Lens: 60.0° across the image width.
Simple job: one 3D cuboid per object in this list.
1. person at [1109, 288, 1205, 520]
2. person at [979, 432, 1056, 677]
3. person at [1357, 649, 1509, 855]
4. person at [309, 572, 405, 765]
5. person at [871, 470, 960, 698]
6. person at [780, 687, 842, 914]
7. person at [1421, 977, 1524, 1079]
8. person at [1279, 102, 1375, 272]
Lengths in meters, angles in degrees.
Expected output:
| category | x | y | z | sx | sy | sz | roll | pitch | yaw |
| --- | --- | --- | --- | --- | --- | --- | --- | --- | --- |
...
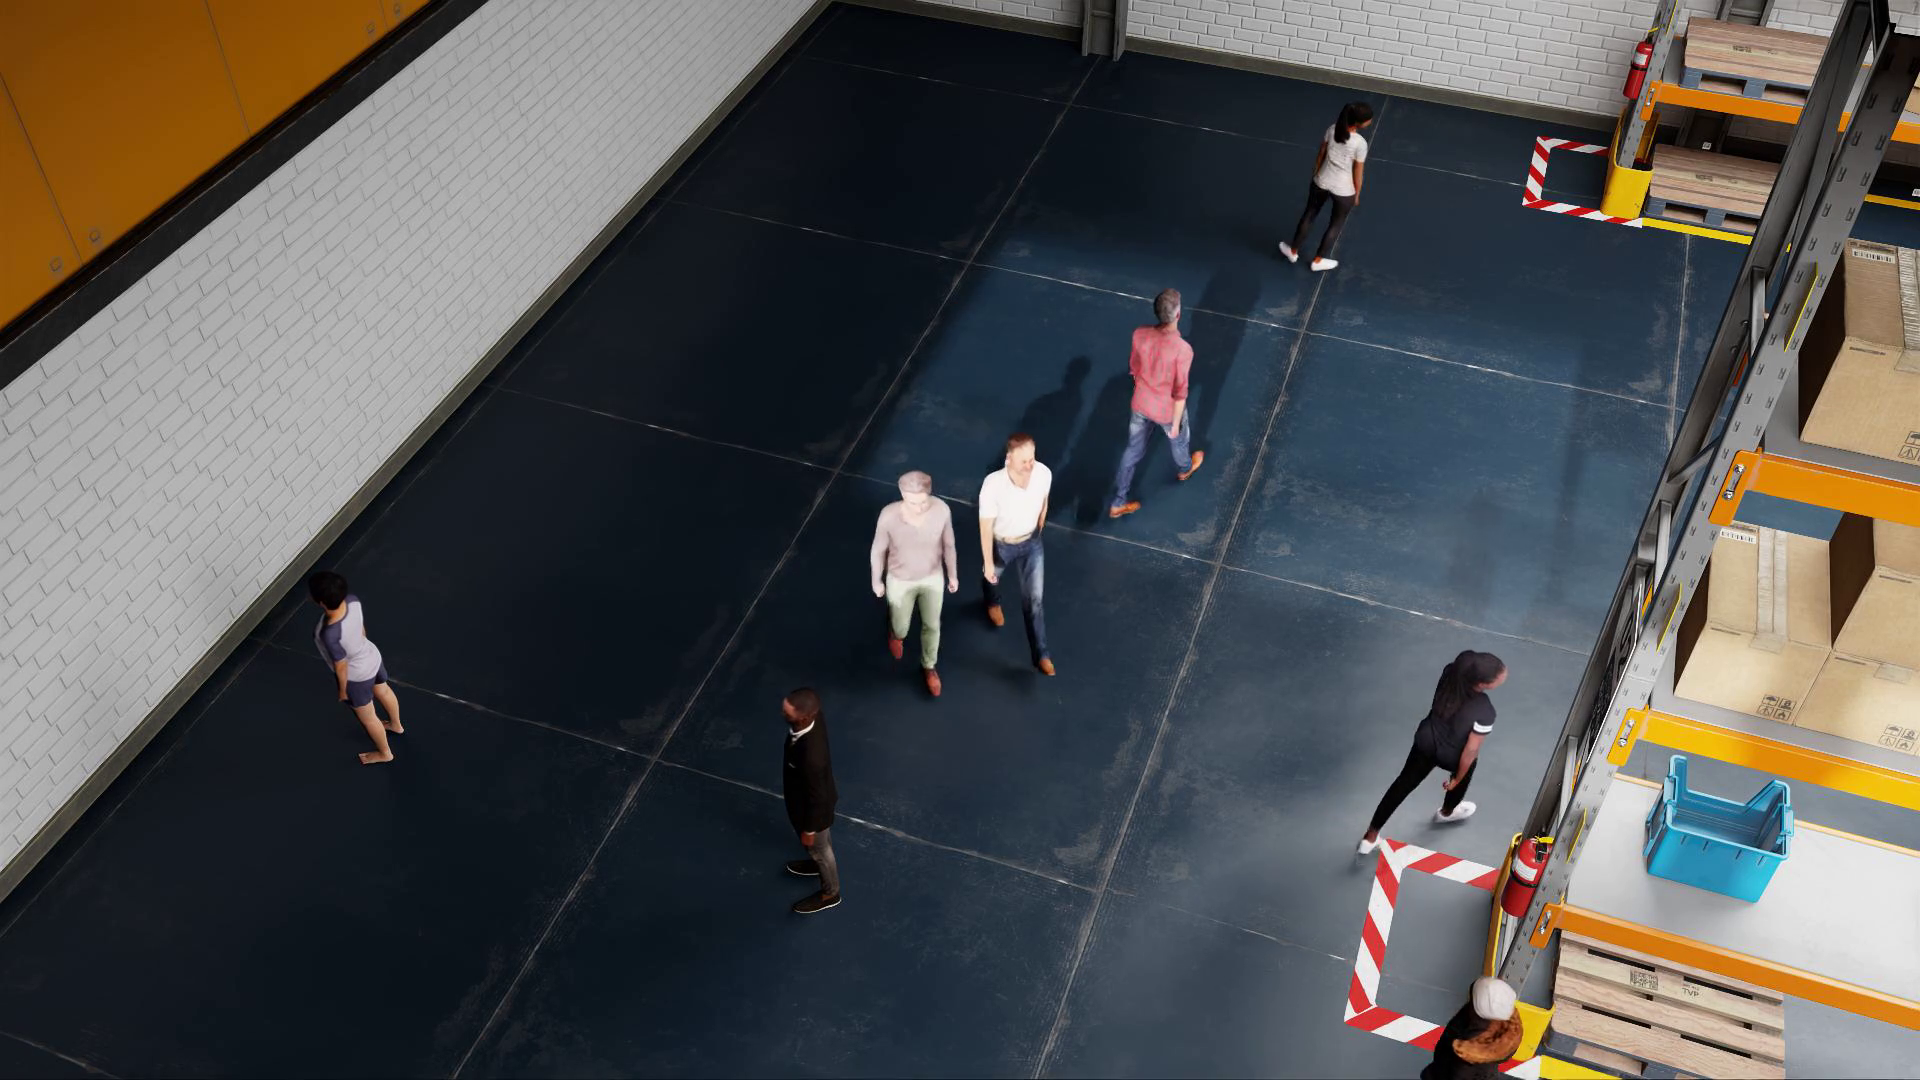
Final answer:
| category | x | y | z | sx | sy | sz | roll | pitch | yaw |
| --- | --- | --- | --- | --- | --- | --- | --- | --- | --- |
| person | 1.343 | -0.910 | 11.879 | 1.276 | 1.777 | 1.087 | 34 | 53 | 30 |
| person | 0.298 | -0.053 | 10.956 | 1.235 | 1.810 | 1.192 | -11 | 45 | -12 |
| person | 2.747 | 1.245 | 9.671 | 1.156 | 1.702 | 1.157 | -25 | 49 | -24 |
| person | -3.734 | 0.767 | 10.272 | 0.590 | 1.566 | 0.608 | 5 | 44 | 5 |
| person | -0.310 | 0.178 | 10.683 | 0.975 | 1.852 | 1.018 | -12 | 45 | -13 |
| person | -0.843 | 1.447 | 9.386 | 0.740 | 1.802 | 0.741 | -7 | 44 | -7 |
| person | 2.538 | 2.731 | 8.187 | 1.084 | 1.598 | 0.877 | 32 | 52 | 29 |
| person | 3.156 | -3.014 | 14.206 | 0.644 | 1.613 | 0.914 | 22 | 48 | 21 |
